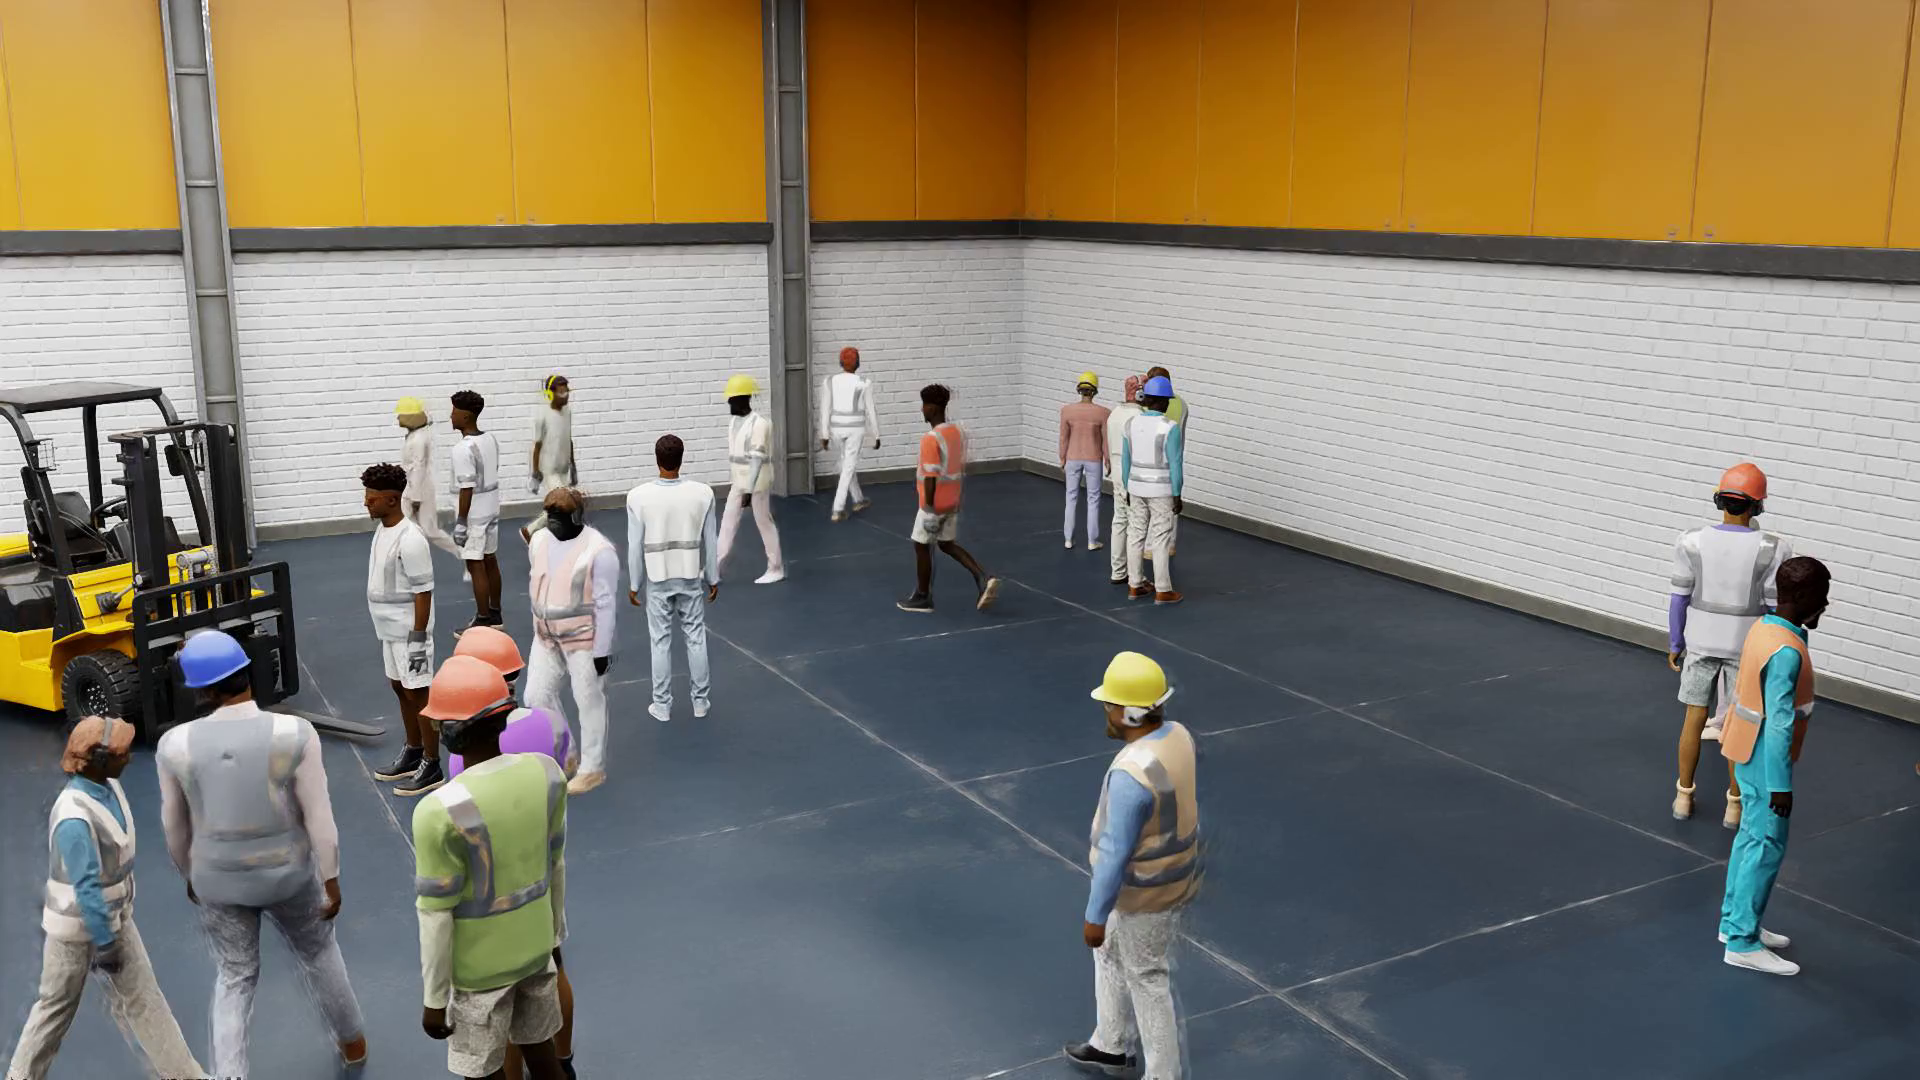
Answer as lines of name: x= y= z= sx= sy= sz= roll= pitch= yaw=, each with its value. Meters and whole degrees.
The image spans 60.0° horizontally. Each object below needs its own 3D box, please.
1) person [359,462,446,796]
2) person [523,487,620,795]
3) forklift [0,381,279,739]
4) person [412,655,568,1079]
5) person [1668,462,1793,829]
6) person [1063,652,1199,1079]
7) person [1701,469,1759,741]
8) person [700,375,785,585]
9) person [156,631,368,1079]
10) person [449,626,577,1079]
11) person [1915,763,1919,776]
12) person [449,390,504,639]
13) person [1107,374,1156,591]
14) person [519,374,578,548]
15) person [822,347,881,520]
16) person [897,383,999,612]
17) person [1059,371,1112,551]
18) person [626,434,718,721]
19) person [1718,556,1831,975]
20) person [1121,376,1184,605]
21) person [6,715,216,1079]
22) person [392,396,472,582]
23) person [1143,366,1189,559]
person: x=-3.269 y=0.512 z=9.737 sx=0.362 sy=1.963 sz=0.613 roll=-9 pitch=15 yaw=-36
person: x=-2.280 y=0.594 z=9.671 sx=0.648 sy=1.828 sz=0.513 roll=6 pitch=13 yaw=27
forklift: x=-5.853 y=0.085 z=11.199 sx=2.313 sy=2.155 sz=1.214 roll=7 pitch=14 yaw=28
person: x=-1.567 y=1.376 z=5.547 sx=0.417 sy=2.034 sz=0.604 roll=7 pitch=14 yaw=29
person: x=4.246 y=0.583 z=9.225 sx=0.608 sy=2.044 sz=0.377 roll=8 pitch=14 yaw=33
person: x=0.598 y=1.303 z=6.404 sx=0.701 sy=1.805 sz=0.617 roll=5 pitch=13 yaw=23
person: x=4.921 y=0.415 z=10.667 sx=0.315 sy=1.769 sz=0.525 roll=10 pitch=15 yaw=38
person: x=-1.963 y=-0.496 z=14.665 sx=0.945 sy=1.886 sz=0.591 roll=-10 pitch=16 yaw=-39
person: x=-2.703 y=1.269 z=6.400 sx=0.648 sy=1.894 sz=0.702 roll=-2 pitch=12 yaw=-8
person: x=-1.716 y=1.266 z=6.302 sx=0.388 sy=1.929 sz=0.544 roll=7 pitch=14 yaw=30
person: x=6.005 y=0.506 z=9.809 sx=0.618 sy=1.945 sz=0.394 roll=0 pitch=12 yaw=2
person: x=-3.819 y=-0.204 z=13.090 sx=0.363 sy=1.966 sz=0.610 roll=1 pitch=12 yaw=7
person: x=1.549 y=-0.506 z=14.649 sx=0.407 sy=1.908 sz=0.641 roll=-5 pitch=13 yaw=-23
person: x=-3.810 y=-0.640 z=15.455 sx=0.793 sy=1.839 sz=0.514 roll=5 pitch=13 yaw=21
person: x=-1.171 y=-1.151 z=17.875 sx=0.589 sy=1.831 sz=1.011 roll=5 pitch=13 yaw=21
person: x=-0.118 y=-0.328 z=13.736 sx=0.820 sy=1.942 sz=0.613 roll=6 pitch=13 yaw=26
person: x=1.231 y=-0.770 z=16.249 sx=0.531 sy=1.755 sz=0.343 roll=3 pitch=13 yaw=16
person: x=-1.901 y=0.254 z=11.058 sx=0.599 sy=1.917 sz=0.374 roll=-4 pitch=13 yaw=-18
person: x=3.672 y=1.004 z=7.571 sx=0.404 sy=1.908 sz=0.599 roll=4 pitch=13 yaw=19
person: x=1.650 y=-0.421 z=14.170 sx=0.602 sy=1.940 sz=0.402 roll=11 pitch=16 yaw=43
person: x=-3.277 y=1.433 z=6.302 sx=0.863 sy=1.586 sz=0.526 roll=-1 pitch=12 yaw=-7
person: x=-4.709 y=-0.429 z=14.728 sx=0.756 sy=1.719 sz=0.487 roll=-6 pitch=14 yaw=-28
person: x=1.874 y=-0.740 z=15.897 sx=0.636 sy=1.842 sz=0.429 roll=-9 pitch=15 yaw=-36
